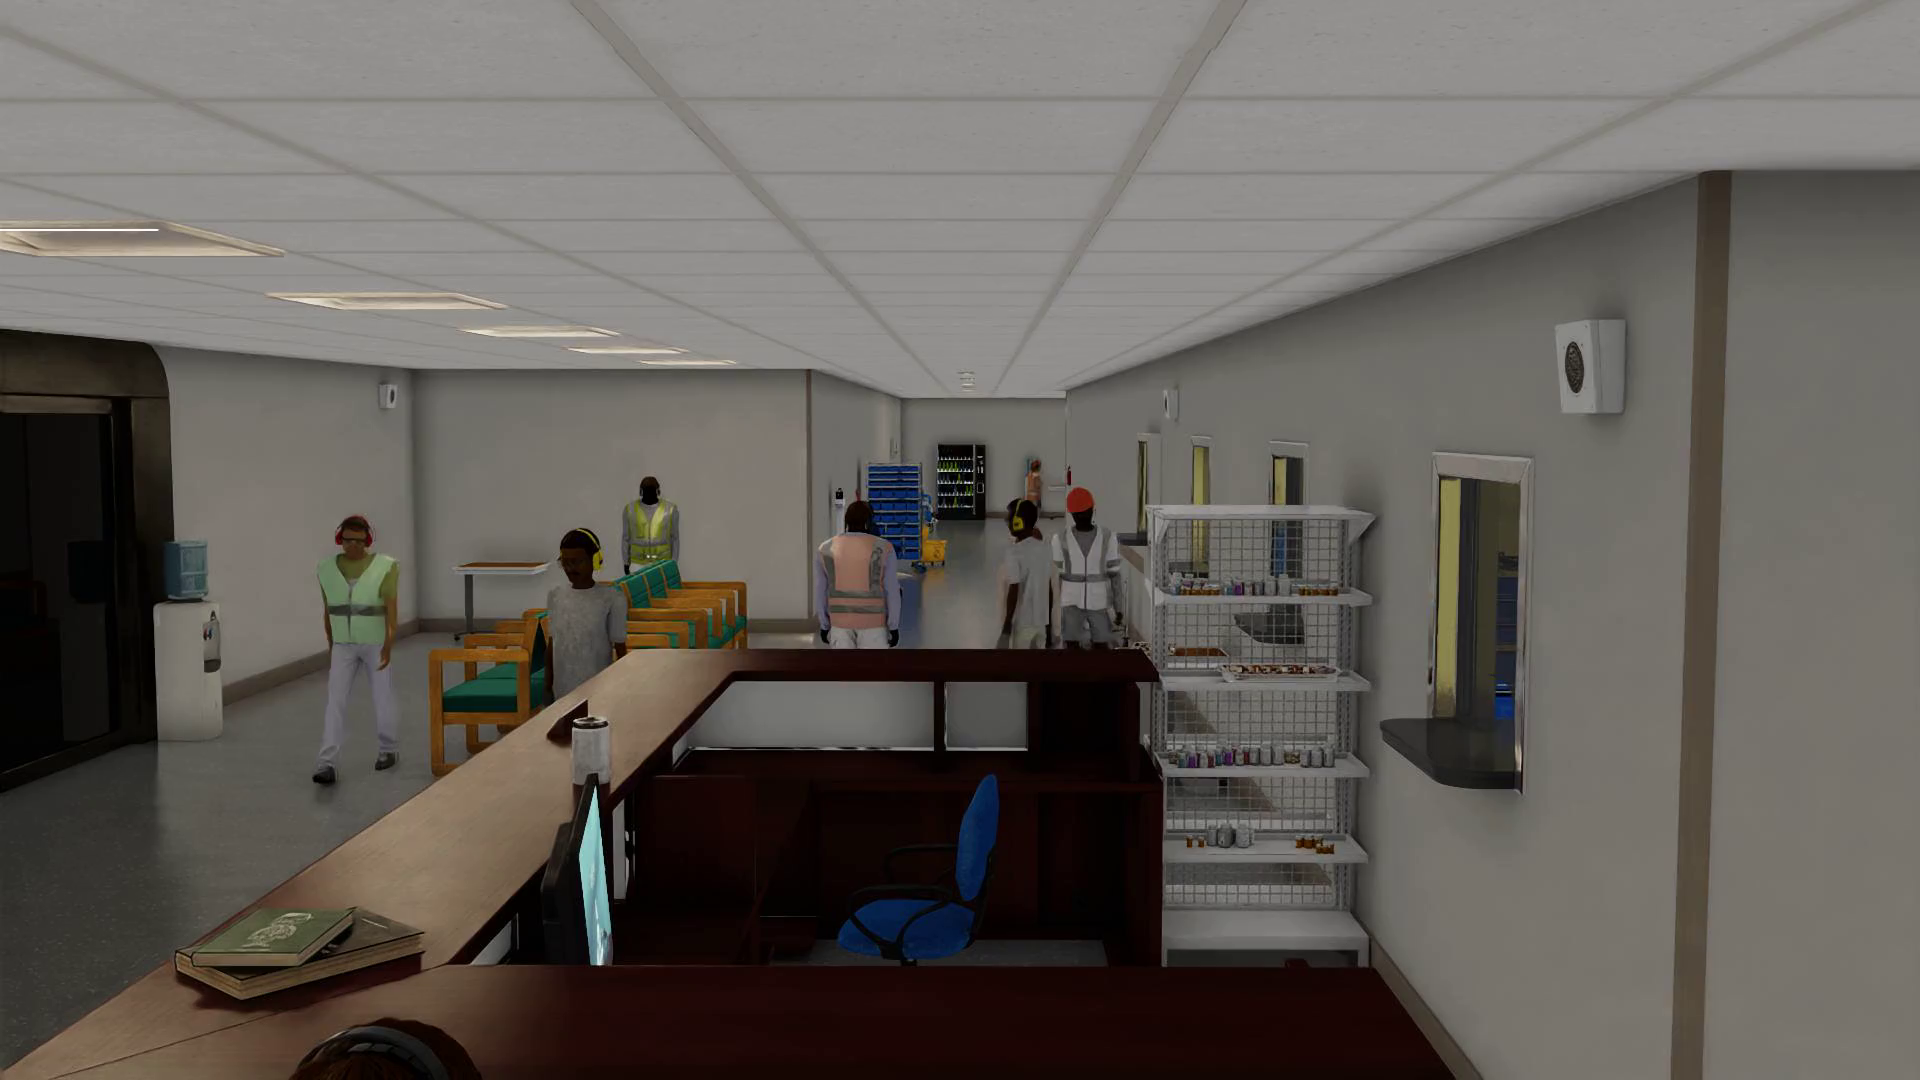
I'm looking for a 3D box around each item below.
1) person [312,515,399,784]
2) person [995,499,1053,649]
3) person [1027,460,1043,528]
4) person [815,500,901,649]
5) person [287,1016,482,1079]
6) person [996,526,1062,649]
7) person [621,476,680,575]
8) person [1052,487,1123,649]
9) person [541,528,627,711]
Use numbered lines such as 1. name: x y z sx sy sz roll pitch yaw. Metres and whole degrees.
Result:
1. person: -4.075 0.725 11.277 0.564 1.786 0.938 0 4 -3
2. person: 0.473 0.640 12.051 0.341 1.863 0.603 4 5 42
3. person: 1.521 -0.812 33.886 0.311 1.636 0.518 -1 4 -19
4. person: -0.740 0.625 12.296 0.636 1.842 0.429 1 4 12
5. person: -0.568 1.391 1.651 0.618 1.836 0.431 1 4 14
6. person: 0.526 0.702 12.651 0.500 1.634 0.286 1 4 15
7. person: -3.348 0.224 18.007 0.629 1.836 0.430 0 4 -7
8. person: 1.051 0.506 13.697 0.608 1.899 0.673 0 4 0
9. person: -1.994 0.865 8.777 0.519 1.865 0.326 1 4 19
